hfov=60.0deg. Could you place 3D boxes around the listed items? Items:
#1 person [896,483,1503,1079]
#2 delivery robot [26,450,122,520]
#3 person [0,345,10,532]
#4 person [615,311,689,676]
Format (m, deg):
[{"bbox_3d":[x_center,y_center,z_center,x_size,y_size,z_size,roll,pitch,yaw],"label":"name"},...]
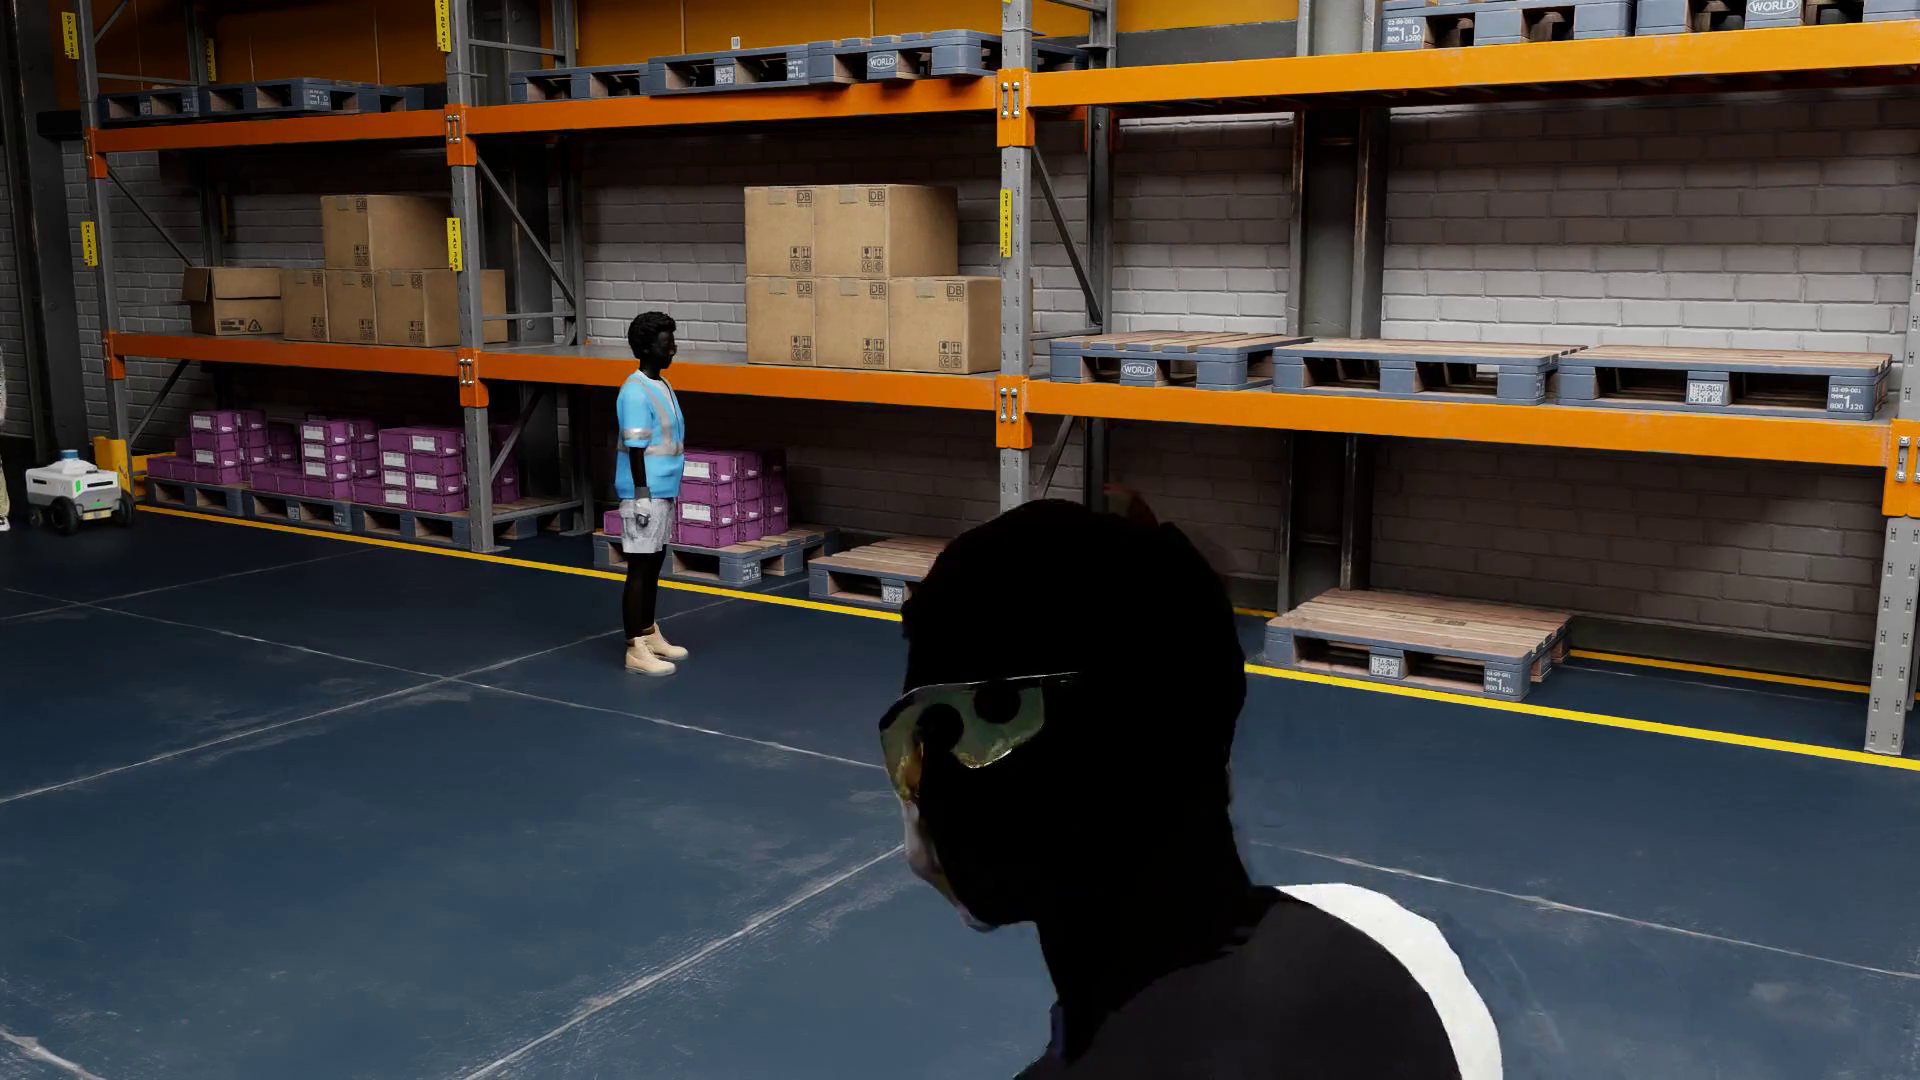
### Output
[{"bbox_3d":[0.056,0.892,1.129,1.045,1.876,0.647,7,13,35],"label":"person"},{"bbox_3d":[-6.211,-0.389,11.644,0.707,0.478,0.477,7,12,33],"label":"delivery robot"},{"bbox_3d":[-6.862,-0.855,11.511,0.503,1.631,0.272,-3,11,-19],"label":"person"},{"bbox_3d":[-1.448,-0.224,7.818,0.318,1.698,0.539,1,10,4],"label":"person"}]
